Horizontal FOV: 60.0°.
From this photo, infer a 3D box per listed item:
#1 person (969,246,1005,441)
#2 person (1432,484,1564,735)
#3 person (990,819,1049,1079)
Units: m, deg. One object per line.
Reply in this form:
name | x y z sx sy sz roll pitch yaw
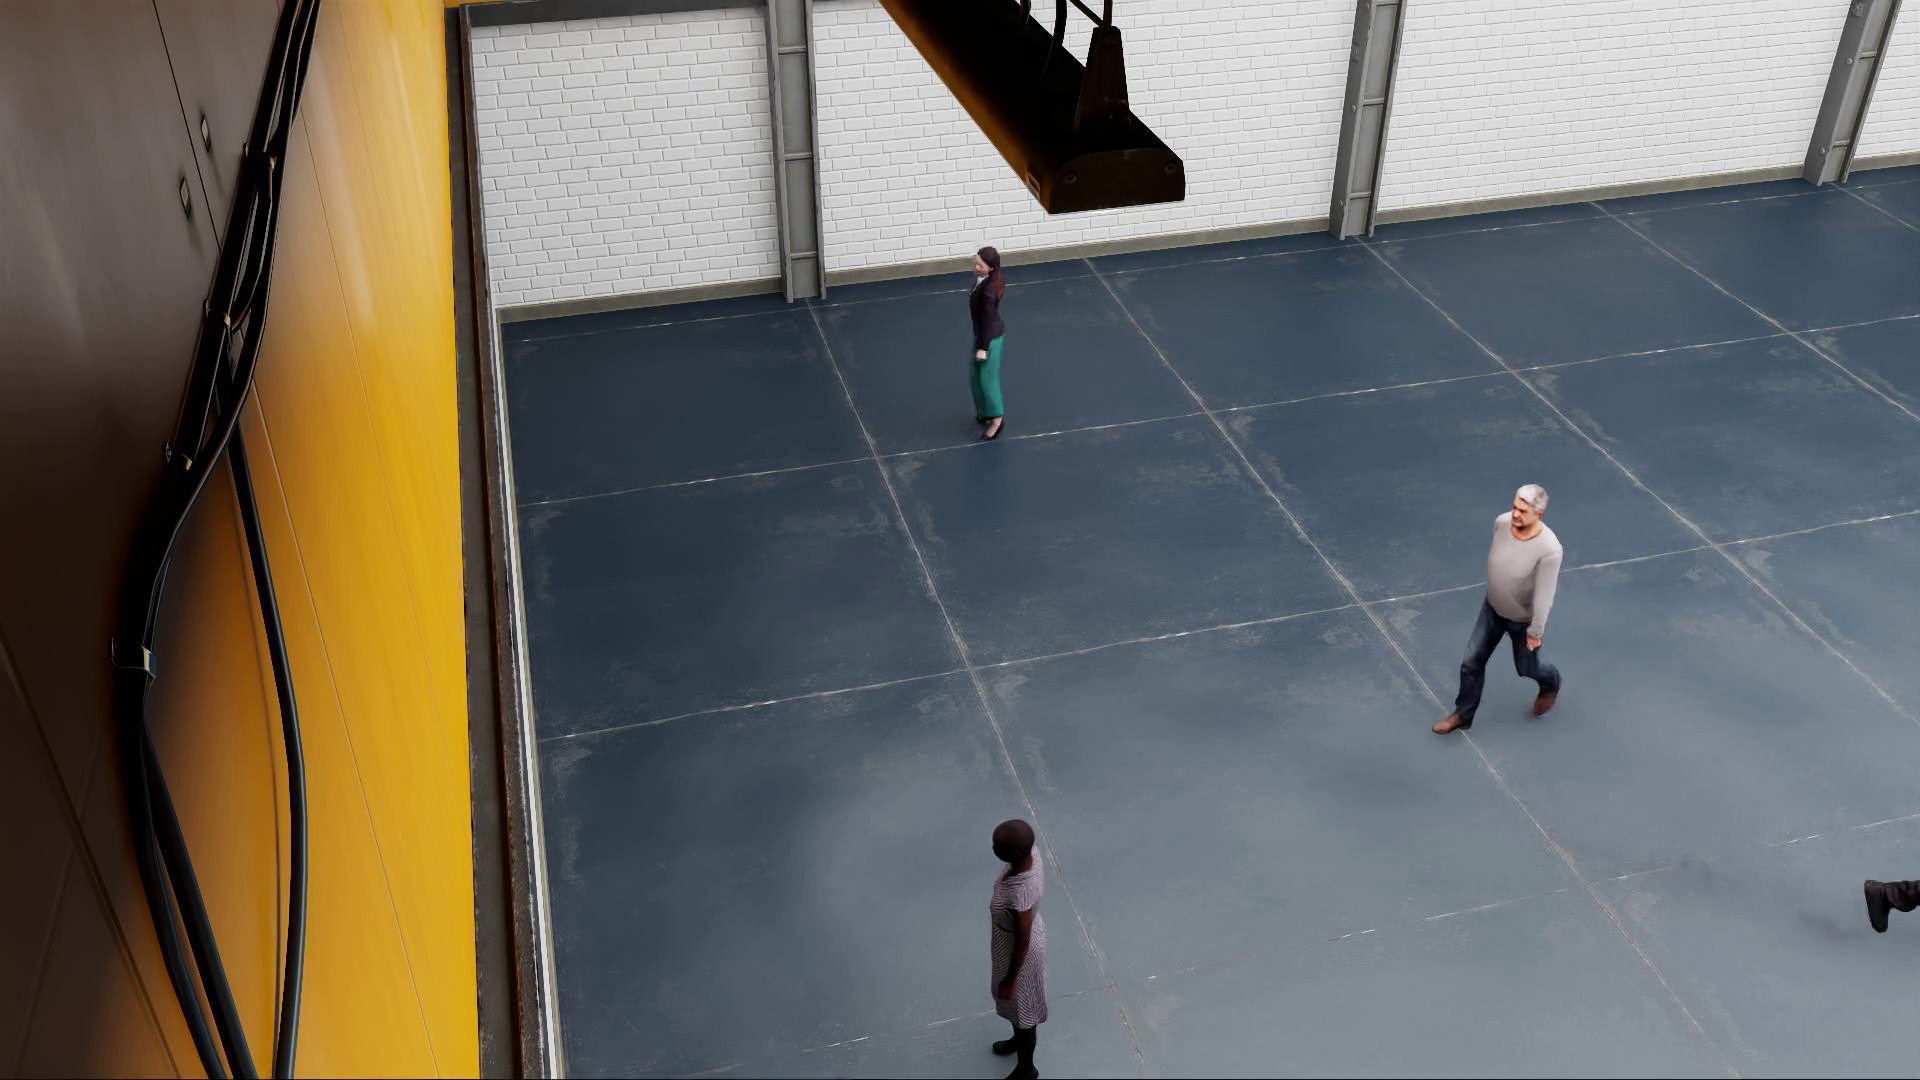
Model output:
person | 0.223 -1.689 13.977 0.658 1.730 0.700 11 35 16
person | 3.616 0.440 10.644 1.284 1.873 0.919 -17 37 -24
person | 0.292 2.060 8.283 0.637 1.790 0.680 2 34 3
